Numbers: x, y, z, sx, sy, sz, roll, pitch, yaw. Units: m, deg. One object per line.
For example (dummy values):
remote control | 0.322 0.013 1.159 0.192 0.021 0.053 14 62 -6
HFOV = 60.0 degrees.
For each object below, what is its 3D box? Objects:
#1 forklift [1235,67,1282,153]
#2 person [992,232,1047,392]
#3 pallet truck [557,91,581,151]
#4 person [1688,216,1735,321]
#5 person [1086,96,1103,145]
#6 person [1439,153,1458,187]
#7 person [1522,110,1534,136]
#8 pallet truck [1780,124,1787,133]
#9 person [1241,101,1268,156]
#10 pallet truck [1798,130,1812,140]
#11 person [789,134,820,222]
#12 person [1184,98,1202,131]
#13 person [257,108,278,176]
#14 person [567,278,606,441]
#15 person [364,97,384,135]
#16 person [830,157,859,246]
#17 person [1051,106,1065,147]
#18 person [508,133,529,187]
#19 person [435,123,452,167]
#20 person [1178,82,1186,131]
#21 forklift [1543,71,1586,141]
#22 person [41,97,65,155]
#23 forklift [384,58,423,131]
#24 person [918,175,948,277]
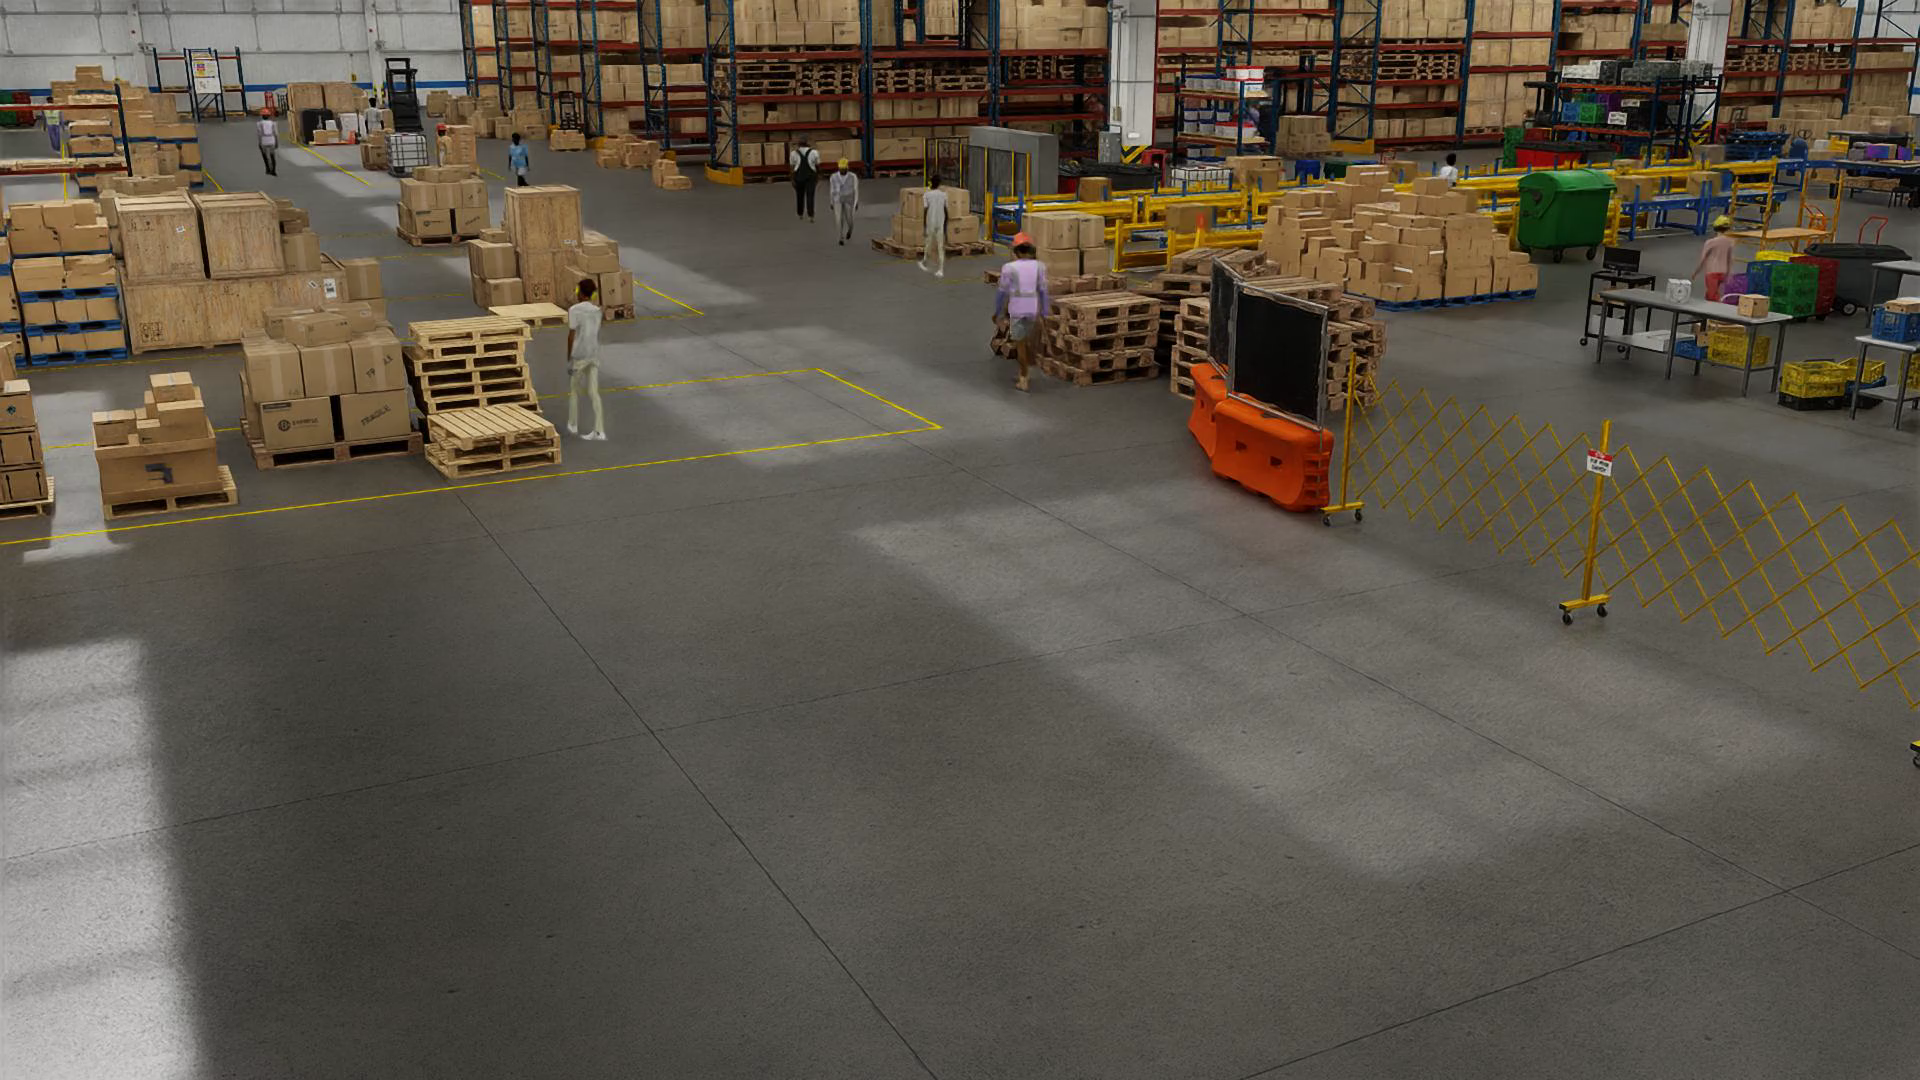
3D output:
forklift | 10.222 -14.362 55.609 1.129 2.768 1.873 -9 20 -26
person | 0.749 -2.950 21.420 0.625 2.007 0.833 -9 20 -26
pallet truck | -13.495 -14.412 57.188 0.823 1.965 1.885 -3 18 -9
person | 11.532 -4.078 25.420 0.524 1.721 0.911 -6 19 -19
person | 4.609 -14.232 56.860 1.048 1.851 0.661 -14 22 -37
person | 10.755 -7.724 36.860 0.695 1.676 0.539 -8 20 -24
person | 18.219 -13.043 53.573 0.841 1.587 0.521 -2 18 -5
pallet truck | 25.206 -12.542 52.601 1.601 1.201 0.680 0 18 -2
person | 9.517 -13.253 53.772 1.047 1.886 0.649 10 21 30
pallet truck | 25.526 -11.556 49.408 1.630 1.274 0.653 -9 20 -26
person | -3.567 -8.356 38.239 0.683 2.000 1.058 -2 18 -6
person | 8.699 -15.992 62.254 0.643 1.912 0.410 -4 18 -11
person | -20.287 -11.656 48.722 0.564 1.914 0.585 -13 22 -36
person | -4.318 -2.067 19.000 0.599 1.811 0.799 -16 23 -40
person | -18.940 -13.324 53.844 0.610 1.964 0.366 0 18 0
person | -2.402 -7.048 34.543 0.603 1.815 0.646 0 18 -1
person | 3.118 -13.341 54.366 0.806 1.662 0.554 -10 20 -29
person | -11.380 -9.691 43.024 0.543 1.661 0.860 7 19 21
person | -13.127 -9.624 42.360 0.373 1.934 0.551 4 18 12
person | 8.877 -17.208 66.059 0.948 1.891 0.548 -6 19 -18
forklift | 18.685 -13.231 52.085 1.873 2.768 1.129 -9 20 -26
person | -30.211 -13.798 55.465 0.623 1.872 0.956 -10 21 -29
forklift | -22.207 -17.693 65.995 1.129 2.768 1.873 -9 20 -27
person | -0.490 -5.793 30.589 0.557 1.821 0.977 -7 19 -20
